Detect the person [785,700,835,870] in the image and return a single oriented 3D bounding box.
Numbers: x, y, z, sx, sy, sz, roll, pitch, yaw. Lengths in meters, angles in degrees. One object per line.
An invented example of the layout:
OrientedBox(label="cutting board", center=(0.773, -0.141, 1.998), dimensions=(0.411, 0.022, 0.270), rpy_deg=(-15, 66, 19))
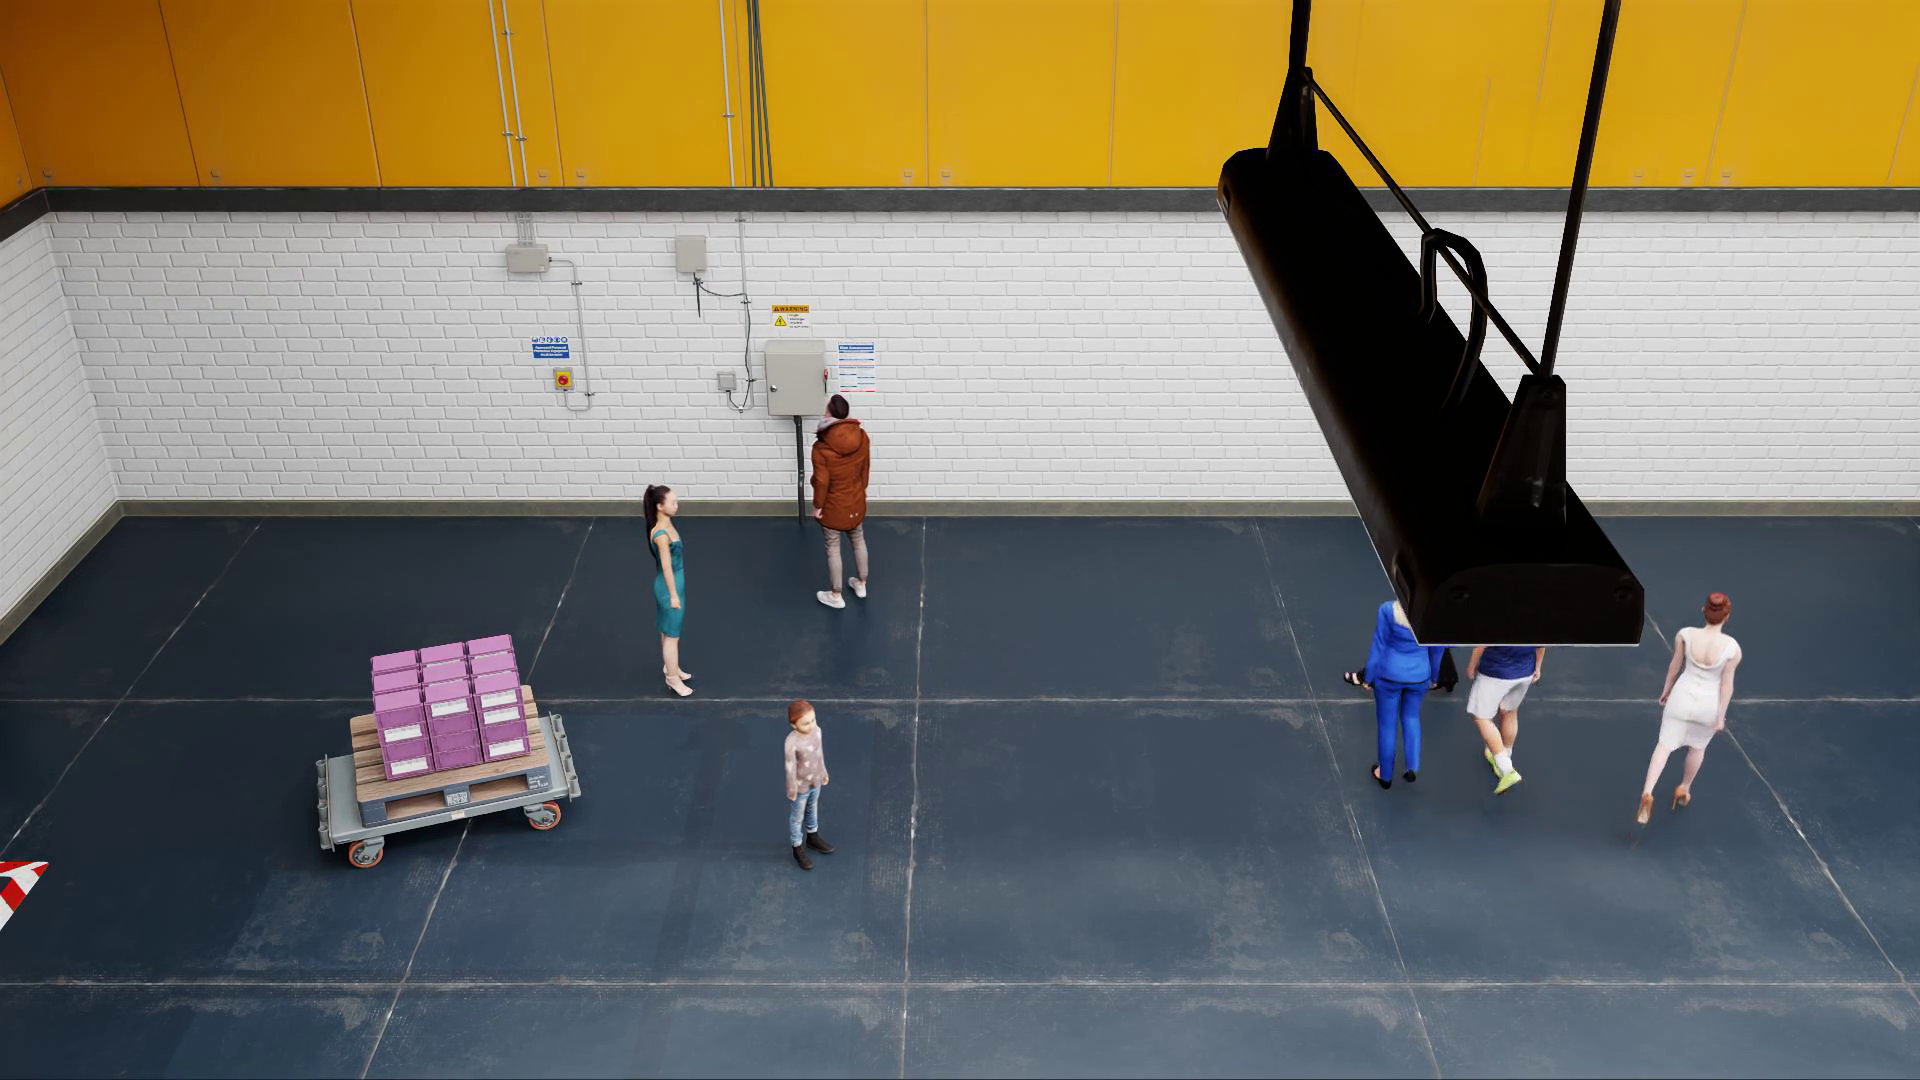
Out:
OrientedBox(label="person", center=(-0.998, 1.533, 10.682), dimensions=(0.620, 1.194, 0.556), rpy_deg=(24, 37, 37))

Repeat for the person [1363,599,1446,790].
OrientedBox(label="person", center=(2.999, 0.980, 11.186), dimensions=(0.674, 1.682, 0.699), rpy_deg=(-1, 29, -2))

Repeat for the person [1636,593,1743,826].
OrientedBox(label="person", center=(4.725, 1.131, 10.813), dimensions=(0.952, 1.773, 1.049), rpy_deg=(22, 36, 35))

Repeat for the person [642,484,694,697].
OrientedBox(label="person", center=(-2.149, 0.366, 12.303), dimensions=(0.643, 1.691, 0.463), rpy_deg=(-5, 29, -8))

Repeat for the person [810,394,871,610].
OrientedBox(label="person", center=(-0.950, -0.318, 13.401), dimensions=(0.855, 1.839, 0.907), rpy_deg=(-22, 36, -35))
